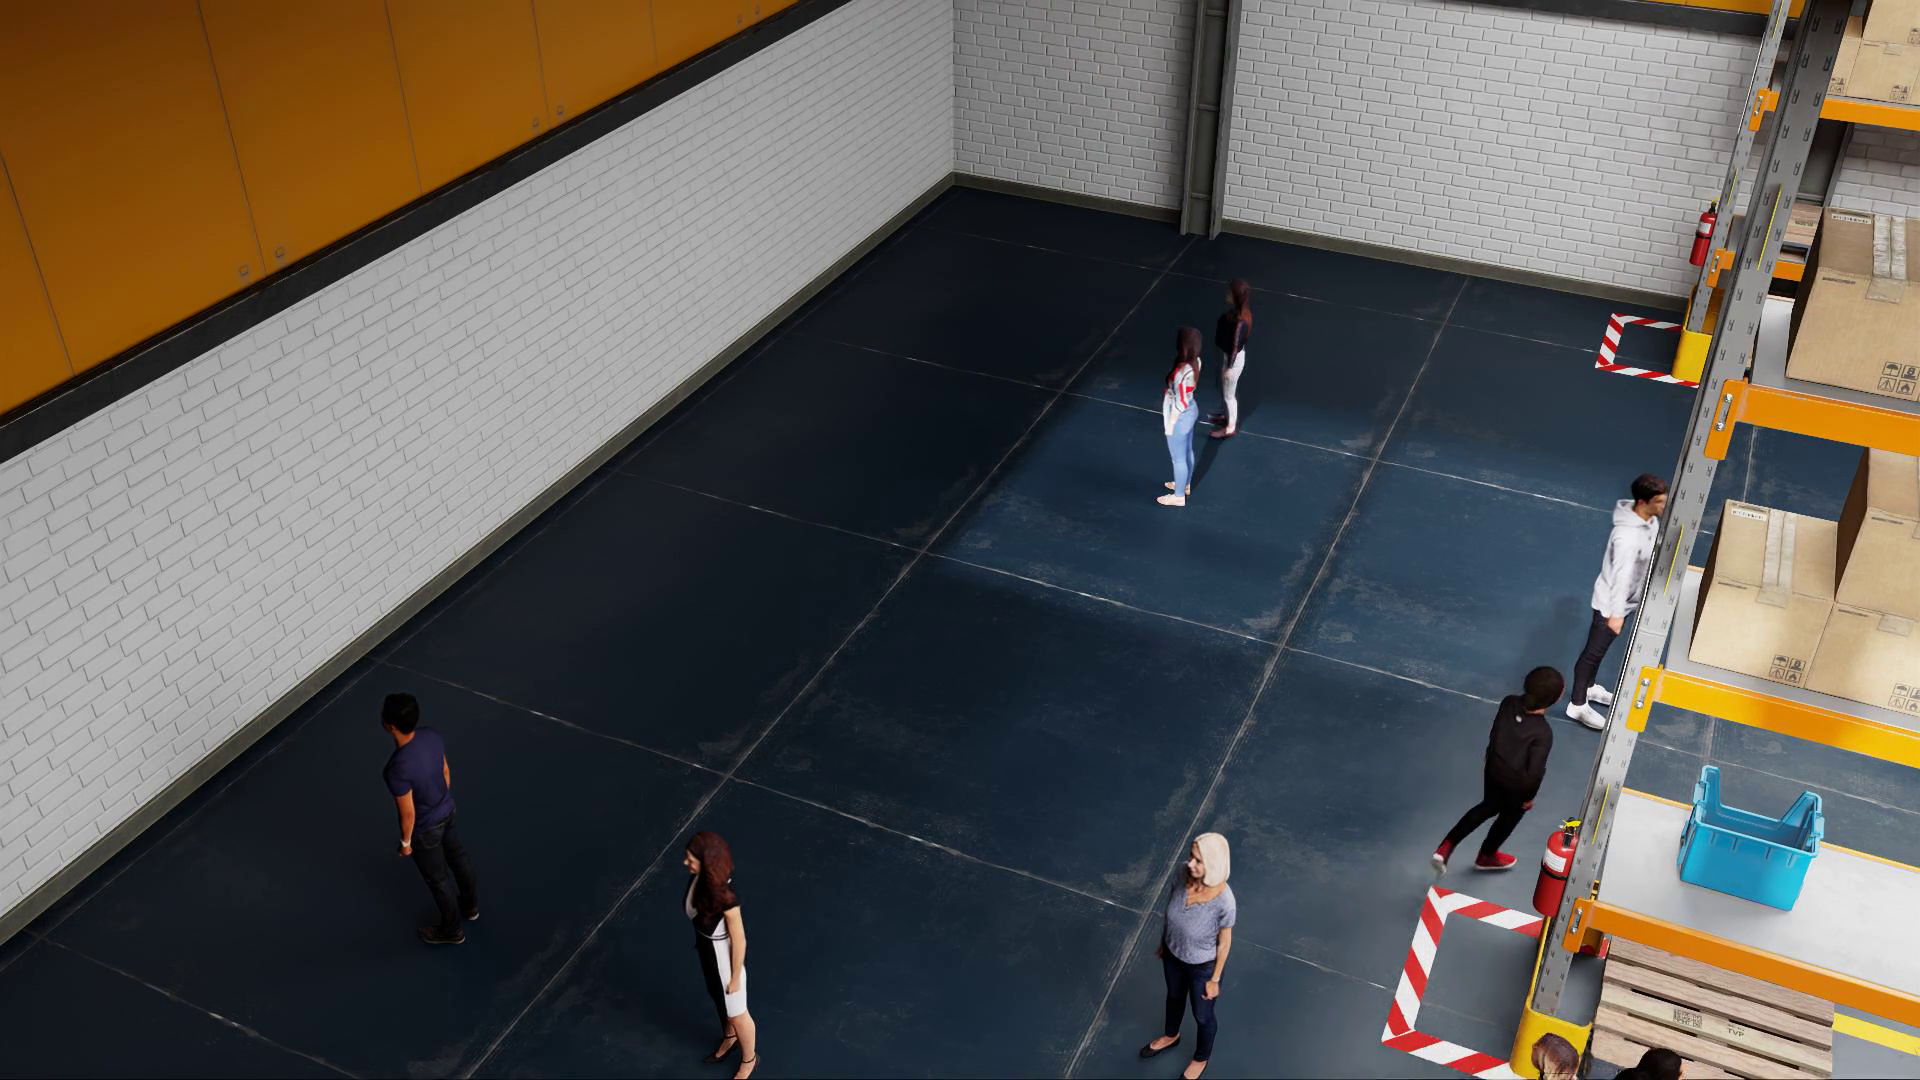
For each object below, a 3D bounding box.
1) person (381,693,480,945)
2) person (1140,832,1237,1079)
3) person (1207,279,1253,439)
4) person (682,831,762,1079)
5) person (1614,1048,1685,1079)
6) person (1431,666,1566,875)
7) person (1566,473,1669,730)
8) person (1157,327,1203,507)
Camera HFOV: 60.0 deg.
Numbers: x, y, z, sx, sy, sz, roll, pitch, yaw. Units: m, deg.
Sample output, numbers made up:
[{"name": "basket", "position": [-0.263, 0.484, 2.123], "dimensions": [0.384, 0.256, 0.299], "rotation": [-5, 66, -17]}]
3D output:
[{"name": "person", "position": [-3.070, 1.605, 9.626], "dimensions": [0.574, 1.793, 0.680], "rotation": [9, 35, 14]}, {"name": "person", "position": [1.243, 2.195, 8.805], "dimensions": [0.719, 1.722, 0.596], "rotation": [-24, 40, -31]}, {"name": "person", "position": [2.375, -1.585, 14.613], "dimensions": [0.680, 1.586, 0.767], "rotation": [9, 35, 13]}, {"name": "person", "position": [-1.254, 2.200, 8.730], "dimensions": [0.716, 1.795, 0.615], "rotation": [-19, 38, -26]}, {"name": "person", "position": [2.980, 2.934, 7.673], "dimensions": [0.825, 1.743, 0.781], "rotation": [8, 34, 12]}, {"name": "person", "position": [3.247, 1.453, 9.982], "dimensions": [0.994, 1.653, 0.940], "rotation": [-13, 36, -19]}, {"name": "person", "position": [4.472, 0.380, 11.347], "dimensions": [0.649, 1.929, 0.716], "rotation": [21, 39, 29]}, {"name": "person", "position": [1.842, -1.029, 13.753], "dimensions": [0.491, 1.614, 0.577], "rotation": [14, 36, 20]}]
